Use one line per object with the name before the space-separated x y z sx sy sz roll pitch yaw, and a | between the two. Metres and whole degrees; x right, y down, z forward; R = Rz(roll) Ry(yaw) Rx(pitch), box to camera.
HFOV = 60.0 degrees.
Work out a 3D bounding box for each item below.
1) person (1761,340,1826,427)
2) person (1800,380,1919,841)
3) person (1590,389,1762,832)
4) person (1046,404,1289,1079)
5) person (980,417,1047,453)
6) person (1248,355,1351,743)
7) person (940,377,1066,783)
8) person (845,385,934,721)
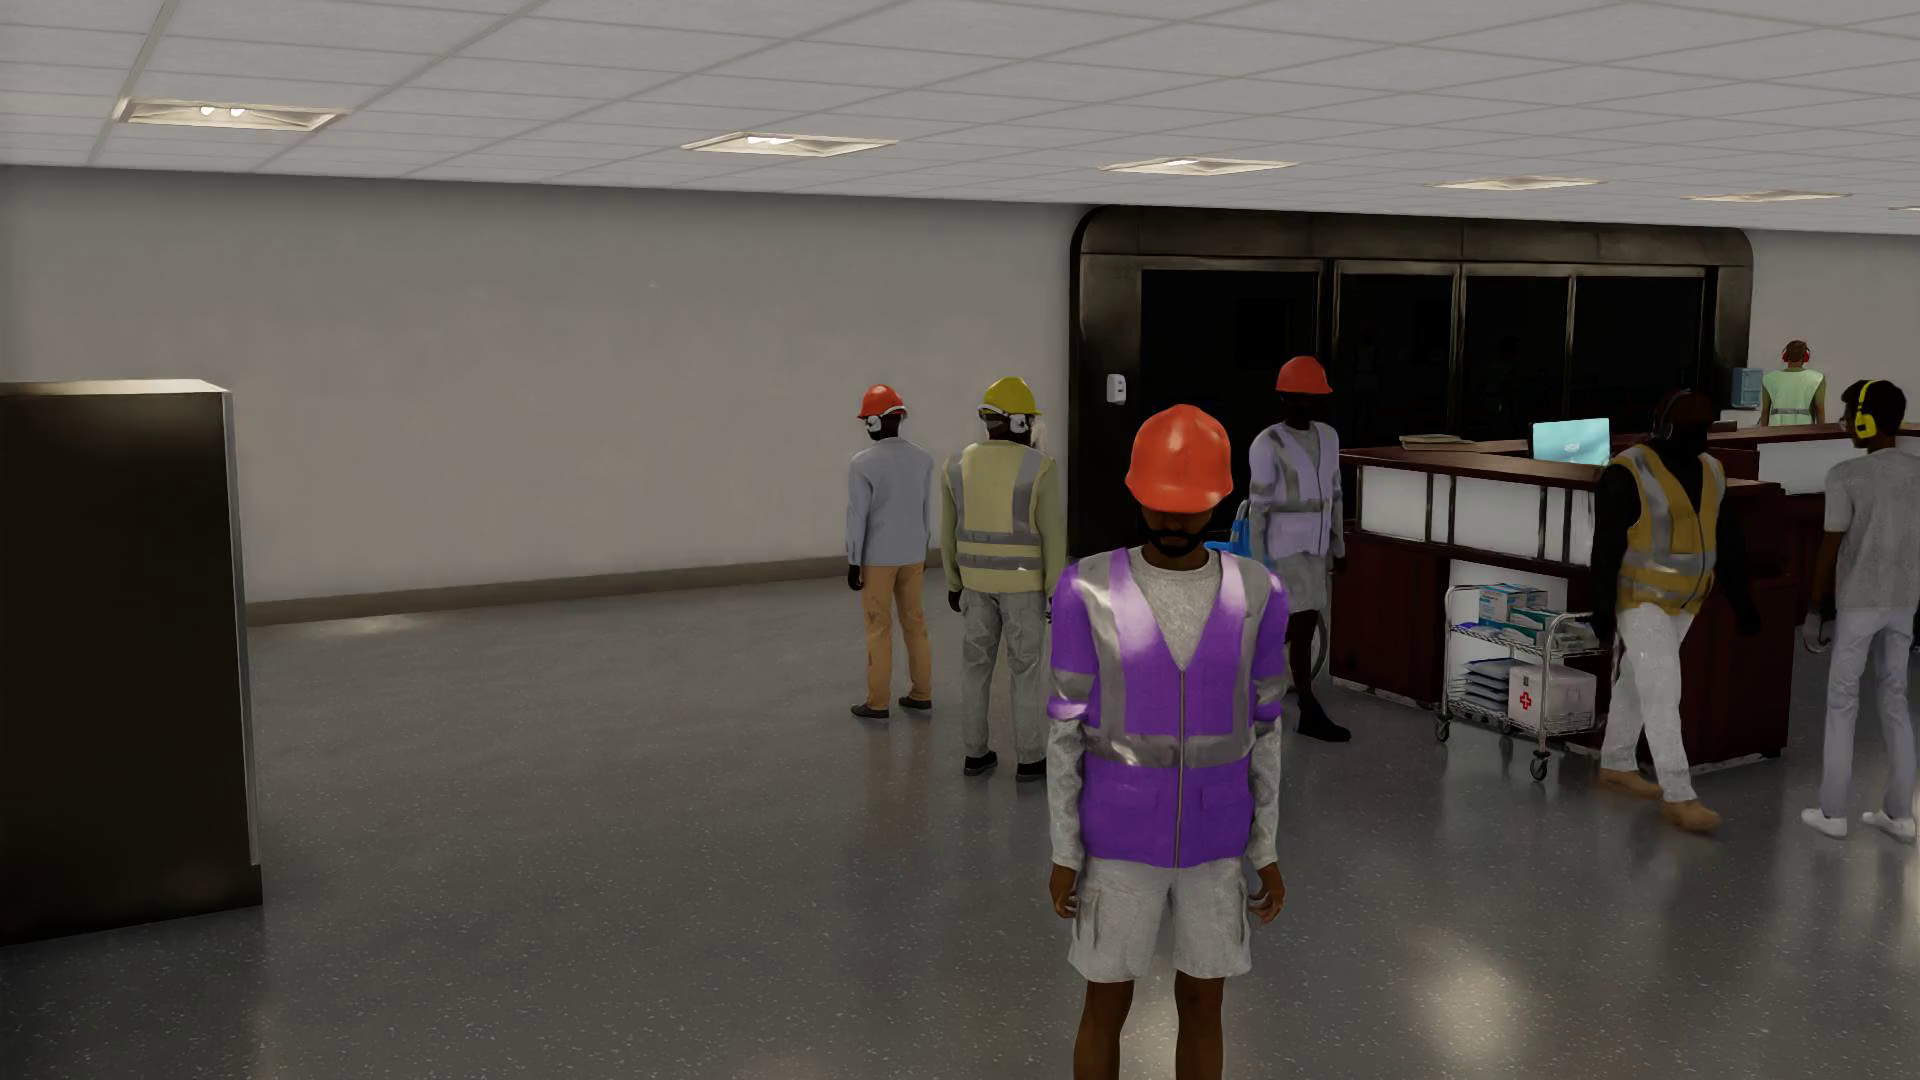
person | 7.990 -0.995 15.990 0.567 1.845 0.389 5 9 33
person | 3.671 0.286 6.694 0.538 1.855 0.363 -1 8 -6
person | 3.006 0.275 6.944 0.657 1.794 0.873 -4 9 -28
person | 0.463 0.663 3.685 0.542 1.928 0.374 -1 8 -5
person | 0.390 -0.341 12.055 0.504 1.628 0.285 -1 8 -8
person | 1.659 0.018 8.426 0.547 1.917 0.848 -6 10 -38
person | 0.208 0.178 7.548 0.601 1.827 0.403 4 9 27
person | -0.385 0.060 8.720 0.562 1.741 0.369 -7 11 -43
